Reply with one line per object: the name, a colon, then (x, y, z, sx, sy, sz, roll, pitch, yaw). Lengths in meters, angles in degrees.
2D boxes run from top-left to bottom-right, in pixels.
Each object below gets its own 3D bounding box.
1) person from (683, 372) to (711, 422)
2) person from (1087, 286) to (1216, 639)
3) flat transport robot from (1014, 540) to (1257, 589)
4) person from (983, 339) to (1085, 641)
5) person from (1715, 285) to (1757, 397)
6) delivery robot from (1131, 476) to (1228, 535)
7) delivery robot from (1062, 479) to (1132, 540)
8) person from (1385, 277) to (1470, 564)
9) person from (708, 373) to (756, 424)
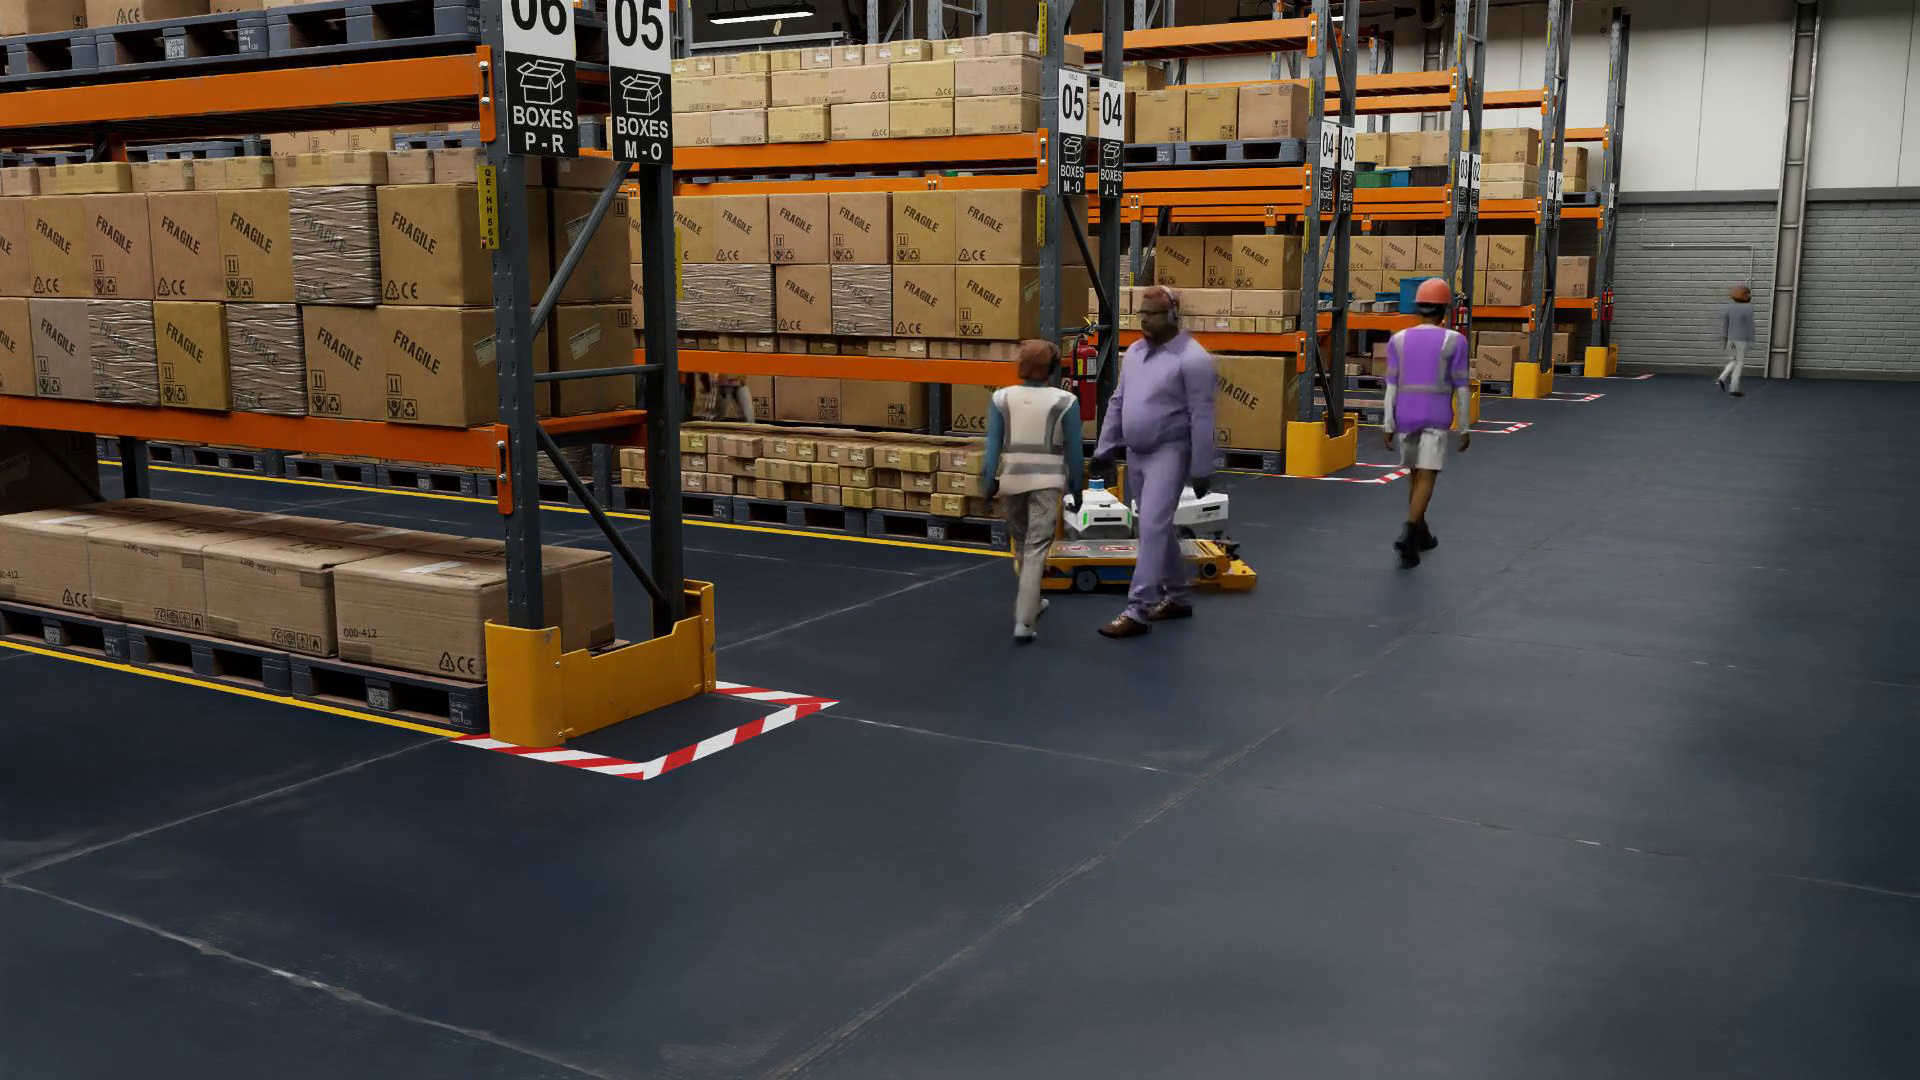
person: (-2.658, -1.547, 15.495, 0.831, 1.889, 0.606, 7, 12, 37)
person: (1.028, -0.437, 9.038, 0.789, 1.869, 0.662, -6, 11, -30)
flat transport robot: (1.068, 0.143, 10.321, 1.431, 0.197, 0.652, 0, 10, -2)
person: (0.401, -0.279, 8.953, 0.525, 1.588, 0.887, 4, 10, 20)
person: (11.225, -2.861, 23.965, 0.379, 1.622, 0.504, -3, 10, -16)
delivery robot: (1.479, -0.189, 11.159, 0.707, 0.478, 0.477, -9, 13, -41)
delivery robot: (0.899, -0.161, 10.991, 0.477, 0.478, 0.707, -1, 10, -8)
person: (3.098, -0.805, 11.144, 0.558, 1.902, 0.961, 6, 12, 33)
person: (-2.277, -1.541, 16.301, 0.800, 1.610, 0.518, 4, 11, 24)
